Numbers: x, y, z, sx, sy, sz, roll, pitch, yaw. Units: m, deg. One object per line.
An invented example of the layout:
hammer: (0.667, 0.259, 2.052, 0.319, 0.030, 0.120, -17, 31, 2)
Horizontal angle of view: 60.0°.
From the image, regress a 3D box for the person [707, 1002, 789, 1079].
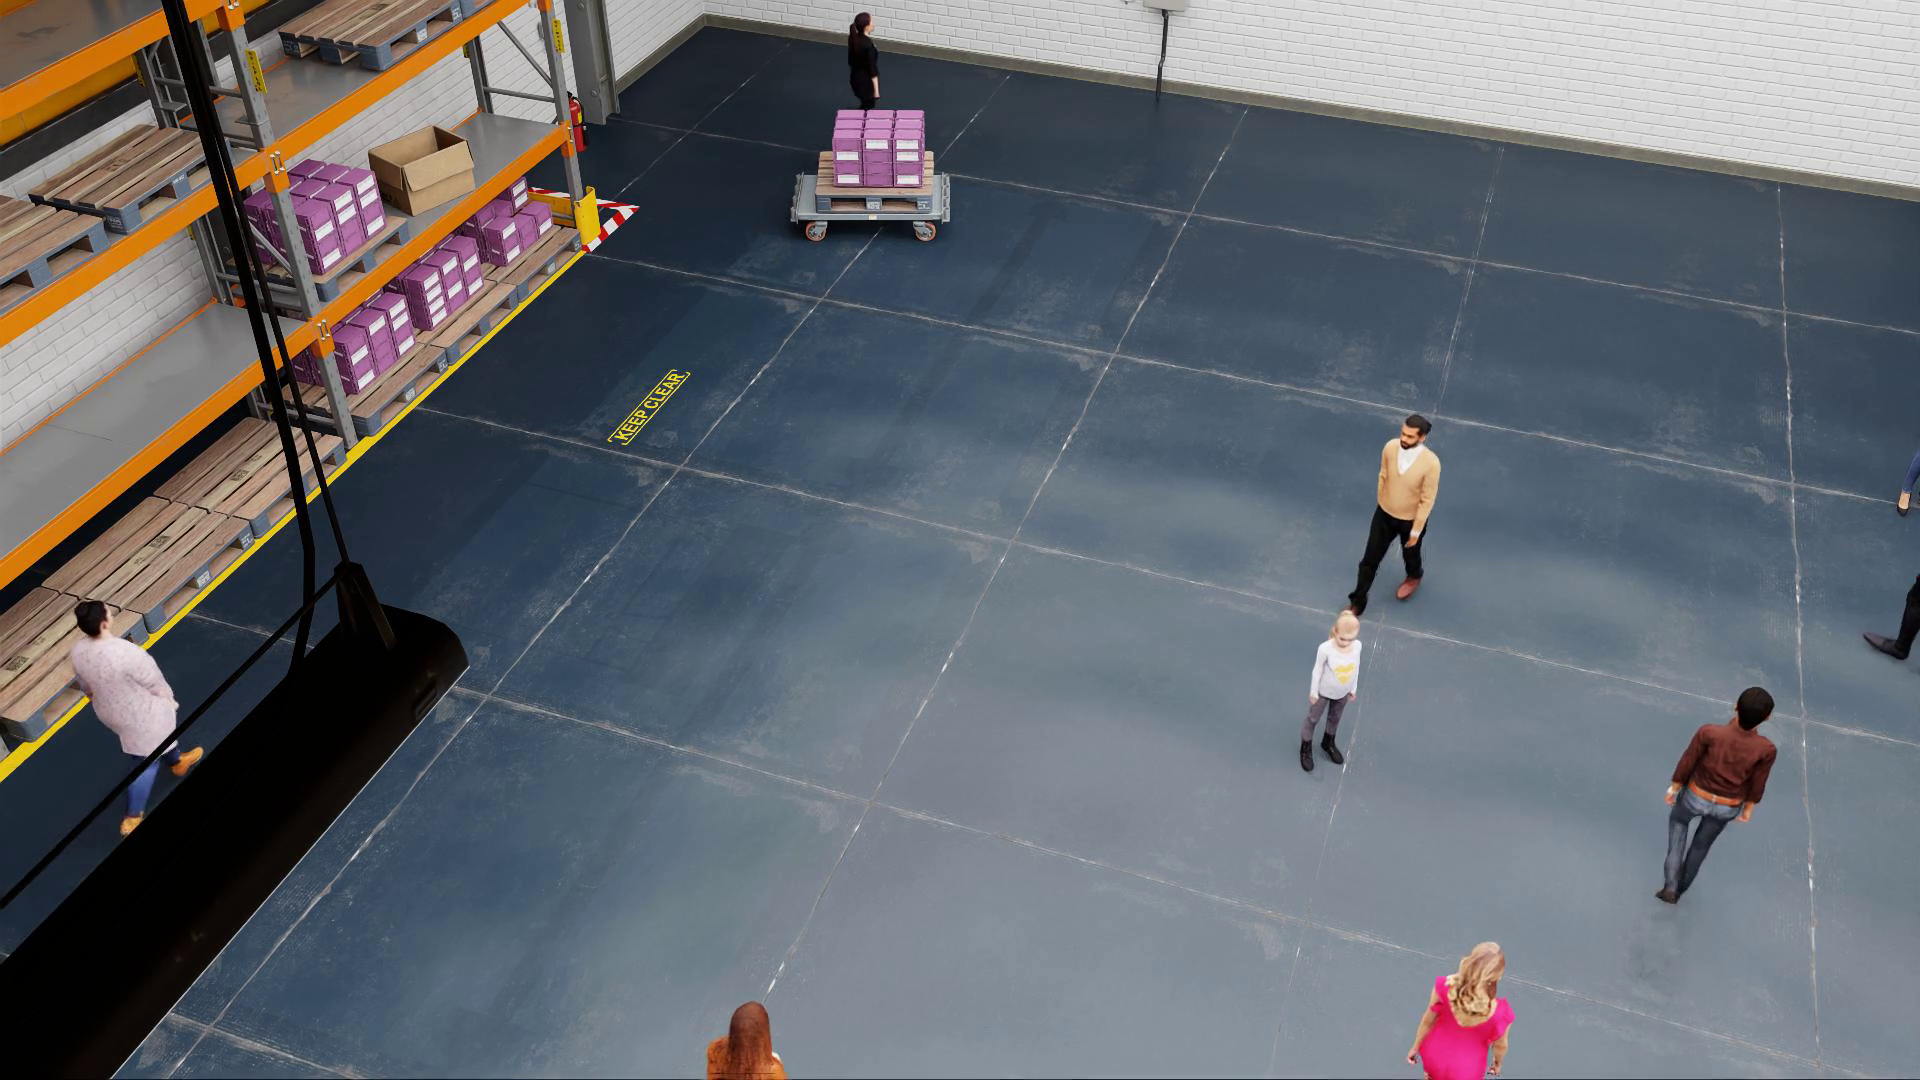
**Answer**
person: (-1.086, 2.985, 8.365, 0.697, 1.701, 0.798, 21, 43, 24)

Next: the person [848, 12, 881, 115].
person: (-1.135, -5.003, 18.409, 0.777, 1.650, 0.736, -25, 45, -28)

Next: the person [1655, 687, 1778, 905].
person: (4.516, 1.624, 10.016, 0.679, 1.767, 0.720, 15, 41, 18)

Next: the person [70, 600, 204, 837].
person: (-5.361, 1.142, 10.667, 0.673, 1.708, 1.090, 12, 40, 15)

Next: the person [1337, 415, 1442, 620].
person: (3.330, -0.195, 12.335, 0.944, 1.715, 1.233, 30, 47, 32)

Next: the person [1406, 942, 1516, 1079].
person: (2.523, 2.760, 8.642, 0.723, 1.707, 0.877, 24, 44, 27)

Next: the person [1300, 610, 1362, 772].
person: (2.503, 0.990, 11.201, 0.579, 1.279, 0.624, -9, 39, -11)
